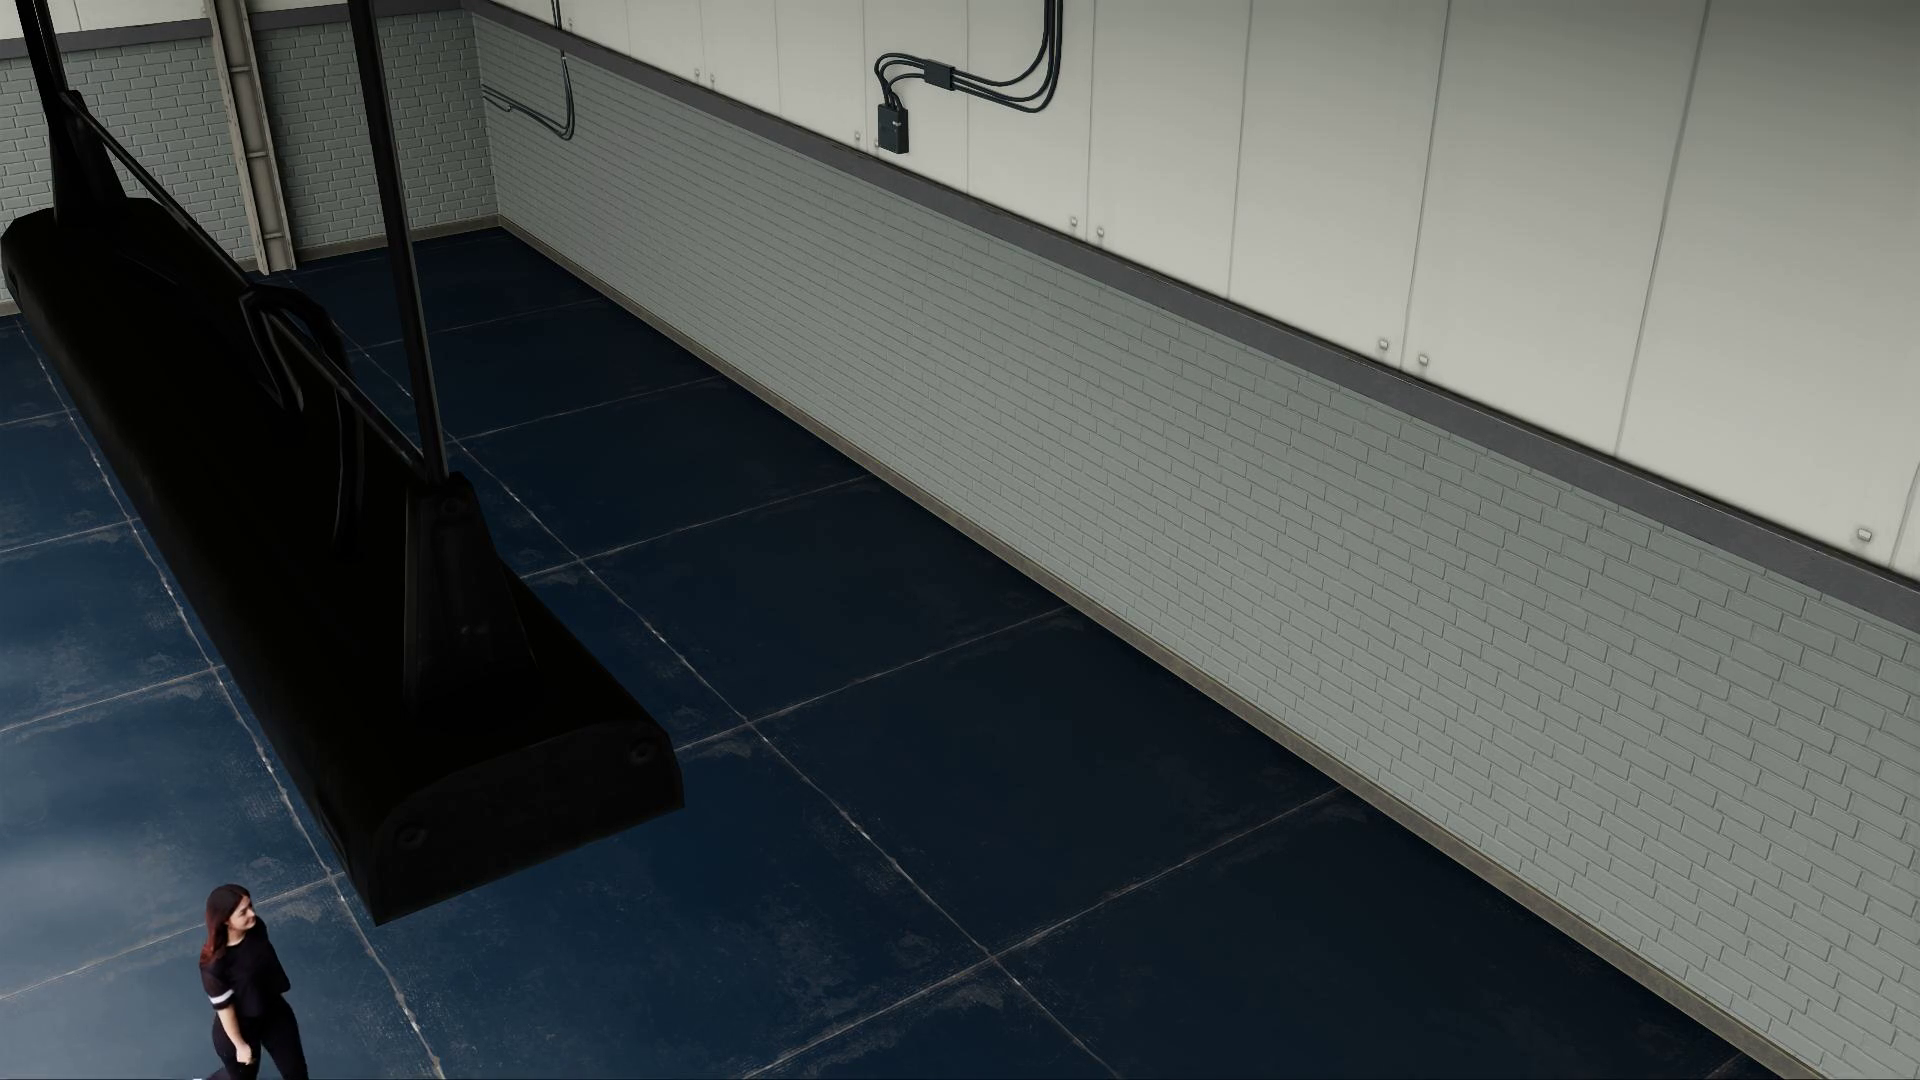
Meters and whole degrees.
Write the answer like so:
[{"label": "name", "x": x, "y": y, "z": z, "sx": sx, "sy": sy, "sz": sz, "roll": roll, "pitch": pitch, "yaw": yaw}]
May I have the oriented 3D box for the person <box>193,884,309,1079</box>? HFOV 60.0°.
[{"label": "person", "x": -3.609, "y": 2.400, "z": 8.315, "sx": 1.066, "sy": 1.612, "sz": 1.072, "roll": 8, "pitch": 29, "yaw": 14}]
